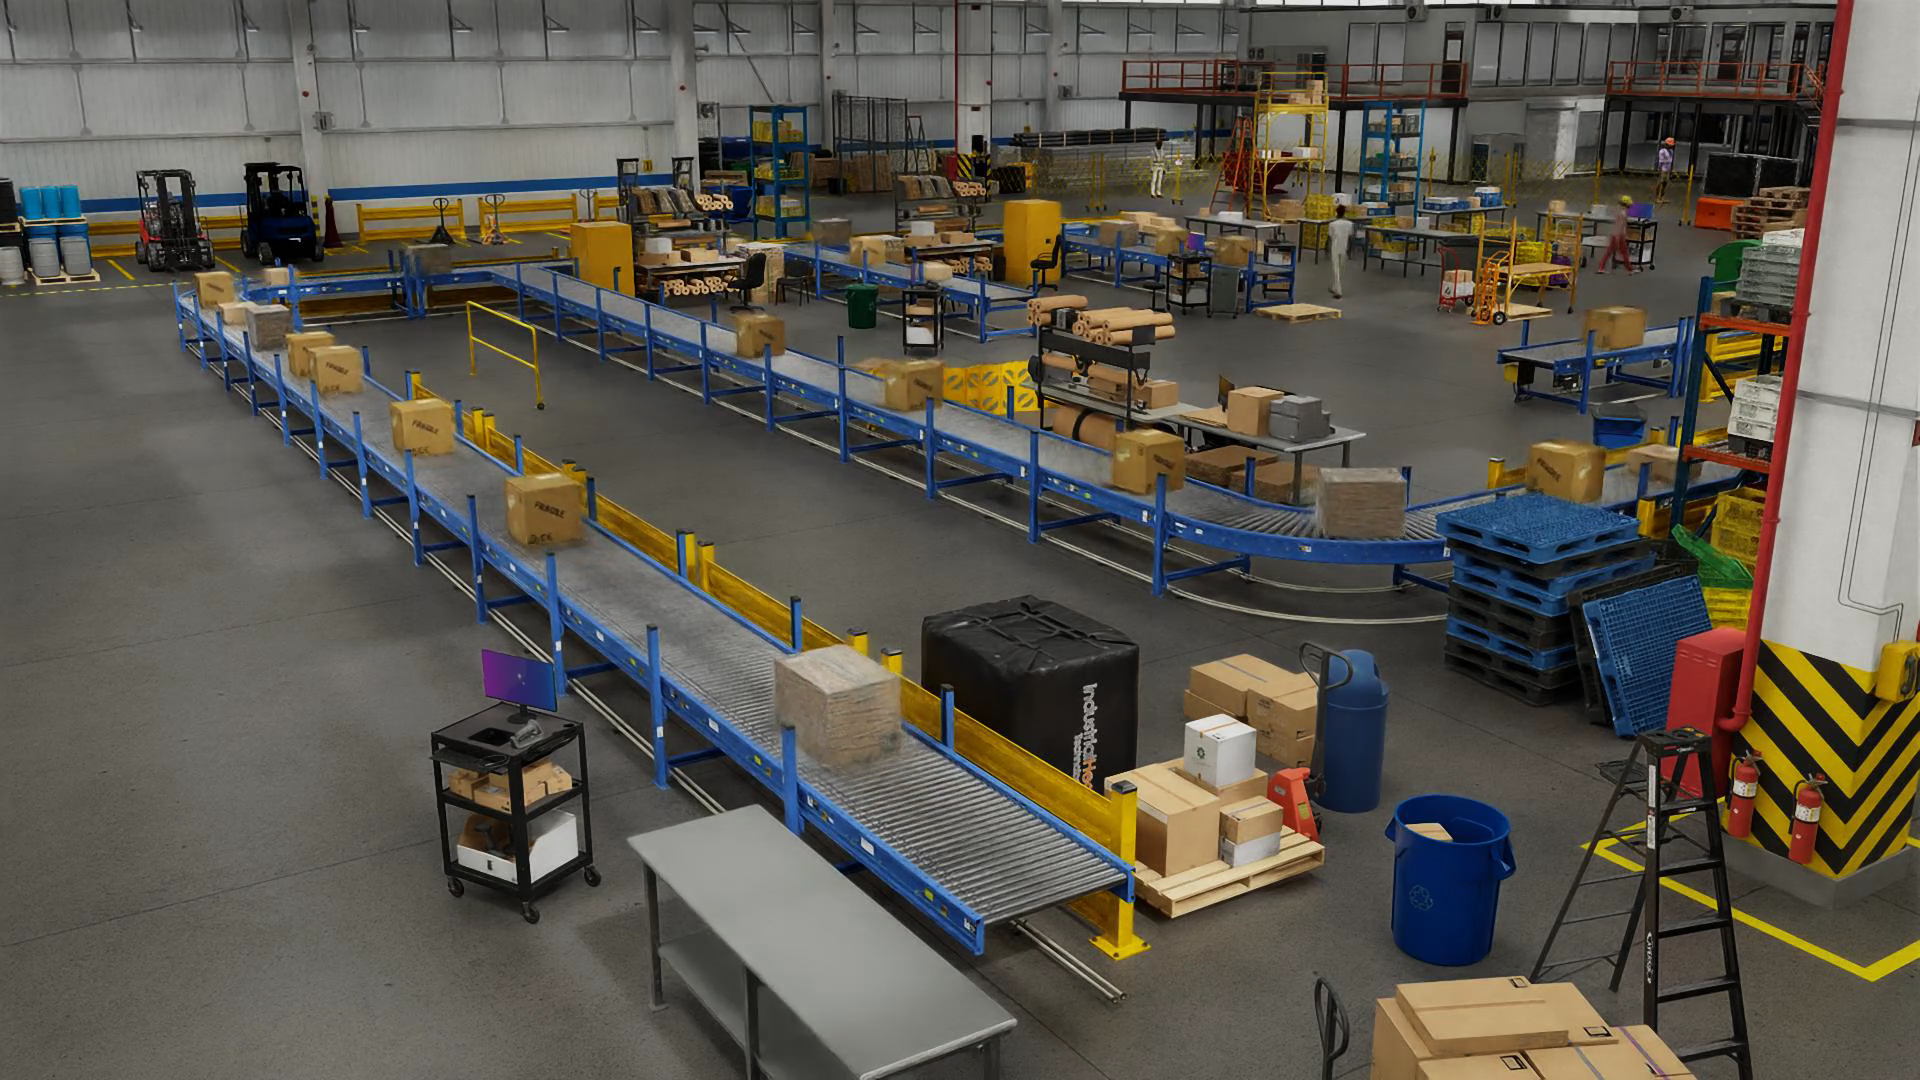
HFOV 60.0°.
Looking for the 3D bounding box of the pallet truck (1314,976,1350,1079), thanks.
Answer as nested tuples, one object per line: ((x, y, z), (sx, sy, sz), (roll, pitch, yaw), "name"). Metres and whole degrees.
((2.299, 2.390, 7.086), (1.601, 1.201, 0.680), (-2, 17, -7), "pallet truck")

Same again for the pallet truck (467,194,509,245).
((-11.983, -8.177, 42.137), (0.704, 1.261, 1.522), (-11, 20, -33), "pallet truck")

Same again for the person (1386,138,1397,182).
((15.225, -13.351, 58.280), (0.629, 1.916, 0.587), (14, 22, 38), "person")

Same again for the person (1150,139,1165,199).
((6.414, -12.030, 53.948), (0.576, 1.882, 0.355), (-11, 20, -32), "person")

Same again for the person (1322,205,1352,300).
((7.464, -5.741, 33.086), (0.554, 1.838, 0.859), (-5, 17, -15), "person")

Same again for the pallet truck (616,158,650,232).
((-8.918, -9.176, 44.255), (0.823, 1.965, 1.885), (-9, 19, -27), "pallet truck")

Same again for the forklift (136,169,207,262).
((-17.842, -7.318, 37.559), (1.157, 1.987, 2.680), (-10, 20, -31), "forklift")

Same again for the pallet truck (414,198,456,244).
((-13.250, -8.060, 41.856), (0.680, 1.201, 1.601), (-10, 20, -31), "pallet truck")

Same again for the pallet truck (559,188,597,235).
((-10.010, -8.652, 43.699), (0.653, 1.274, 1.630), (-10, 20, -31), "pallet truck")

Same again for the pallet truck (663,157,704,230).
((-7.586, -9.308, 44.692), (0.823, 1.965, 1.885), (-11, 20, -33), "pallet truck")

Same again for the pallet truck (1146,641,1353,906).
((1.664, 1.407, 10.232), (1.630, 1.274, 0.653), (-10, 20, -31), "pallet truck")

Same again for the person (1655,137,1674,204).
((22.181, -11.615, 52.283), (0.608, 2.048, 0.364), (-11, 20, -32), "person")

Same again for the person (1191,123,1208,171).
((9.325, -15.231, 64.565), (0.851, 1.898, 0.607), (9, 19, 28), "person")

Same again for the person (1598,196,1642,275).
((14.452, -6.649, 36.312), (0.900, 1.710, 0.546), (4, 17, 12), "person")

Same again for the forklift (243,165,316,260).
((-15.898, -7.669, 38.708), (1.157, 1.987, 2.680), (-11, 20, -33), "forklift")
